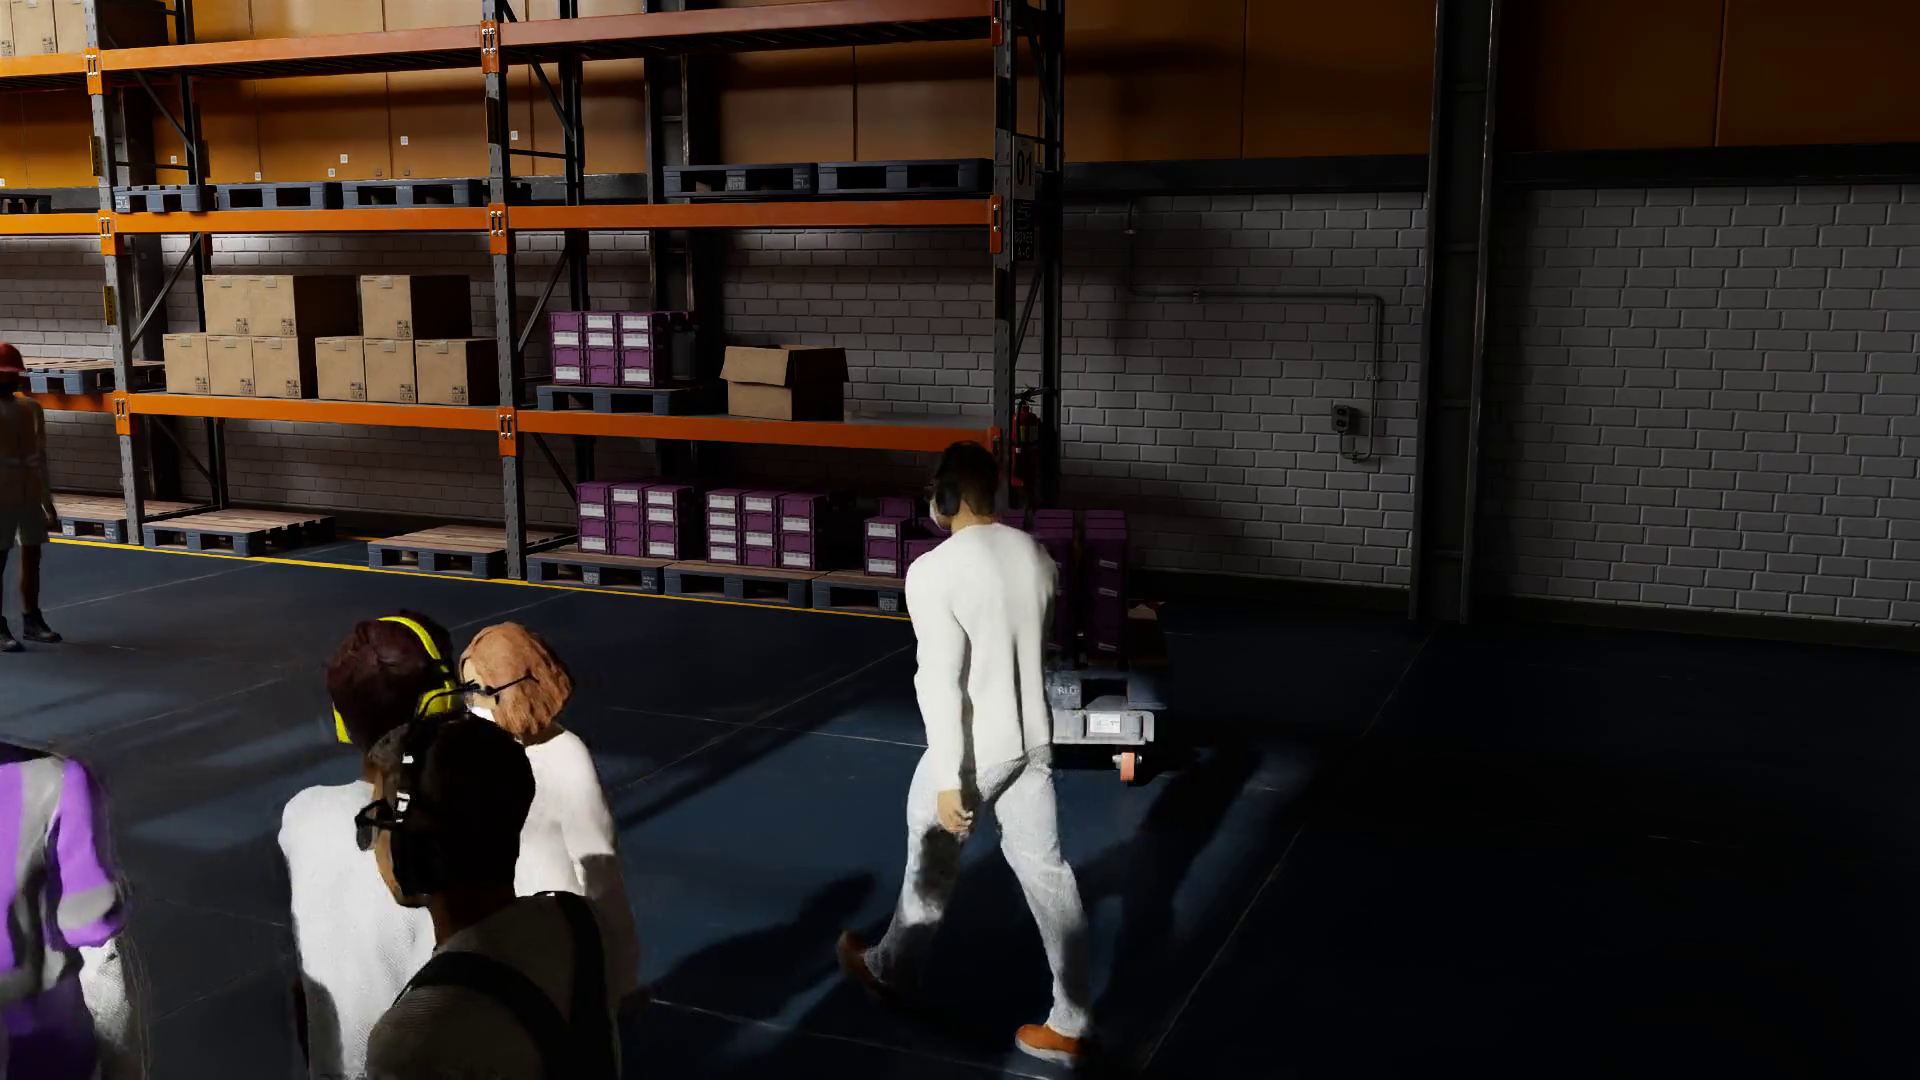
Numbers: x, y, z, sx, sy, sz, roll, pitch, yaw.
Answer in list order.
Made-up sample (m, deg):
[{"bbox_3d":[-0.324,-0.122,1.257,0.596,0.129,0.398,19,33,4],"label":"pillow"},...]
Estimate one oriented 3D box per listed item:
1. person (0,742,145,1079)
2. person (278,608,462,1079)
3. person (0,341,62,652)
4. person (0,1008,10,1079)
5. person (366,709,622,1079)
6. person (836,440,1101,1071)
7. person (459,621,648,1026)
[{"bbox_3d":[-1.841,0.977,3.129,0.561,1.888,0.997,-4,10,-22],"label":"person"},{"bbox_3d":[-0.985,1.044,2.833,0.535,1.848,0.740,7,12,37],"label":"person"},{"bbox_3d":[-5.940,-0.276,10.434,0.365,1.936,0.548,5,11,26],"label":"person"},{"bbox_3d":[-1.550,1.128,2.197,0.657,1.877,0.753,-2,10,-13],"label":"person"},{"bbox_3d":[-0.712,1.129,2.371,0.723,1.818,0.519,4,10,22],"label":"person"},{"bbox_3d":[0.042,0.636,5.128,0.631,1.877,1.031,-9,13,-44],"label":"person"},{"bbox_3d":[-0.955,0.981,3.894,0.360,1.614,0.512,-6,11,-34],"label":"person"}]
